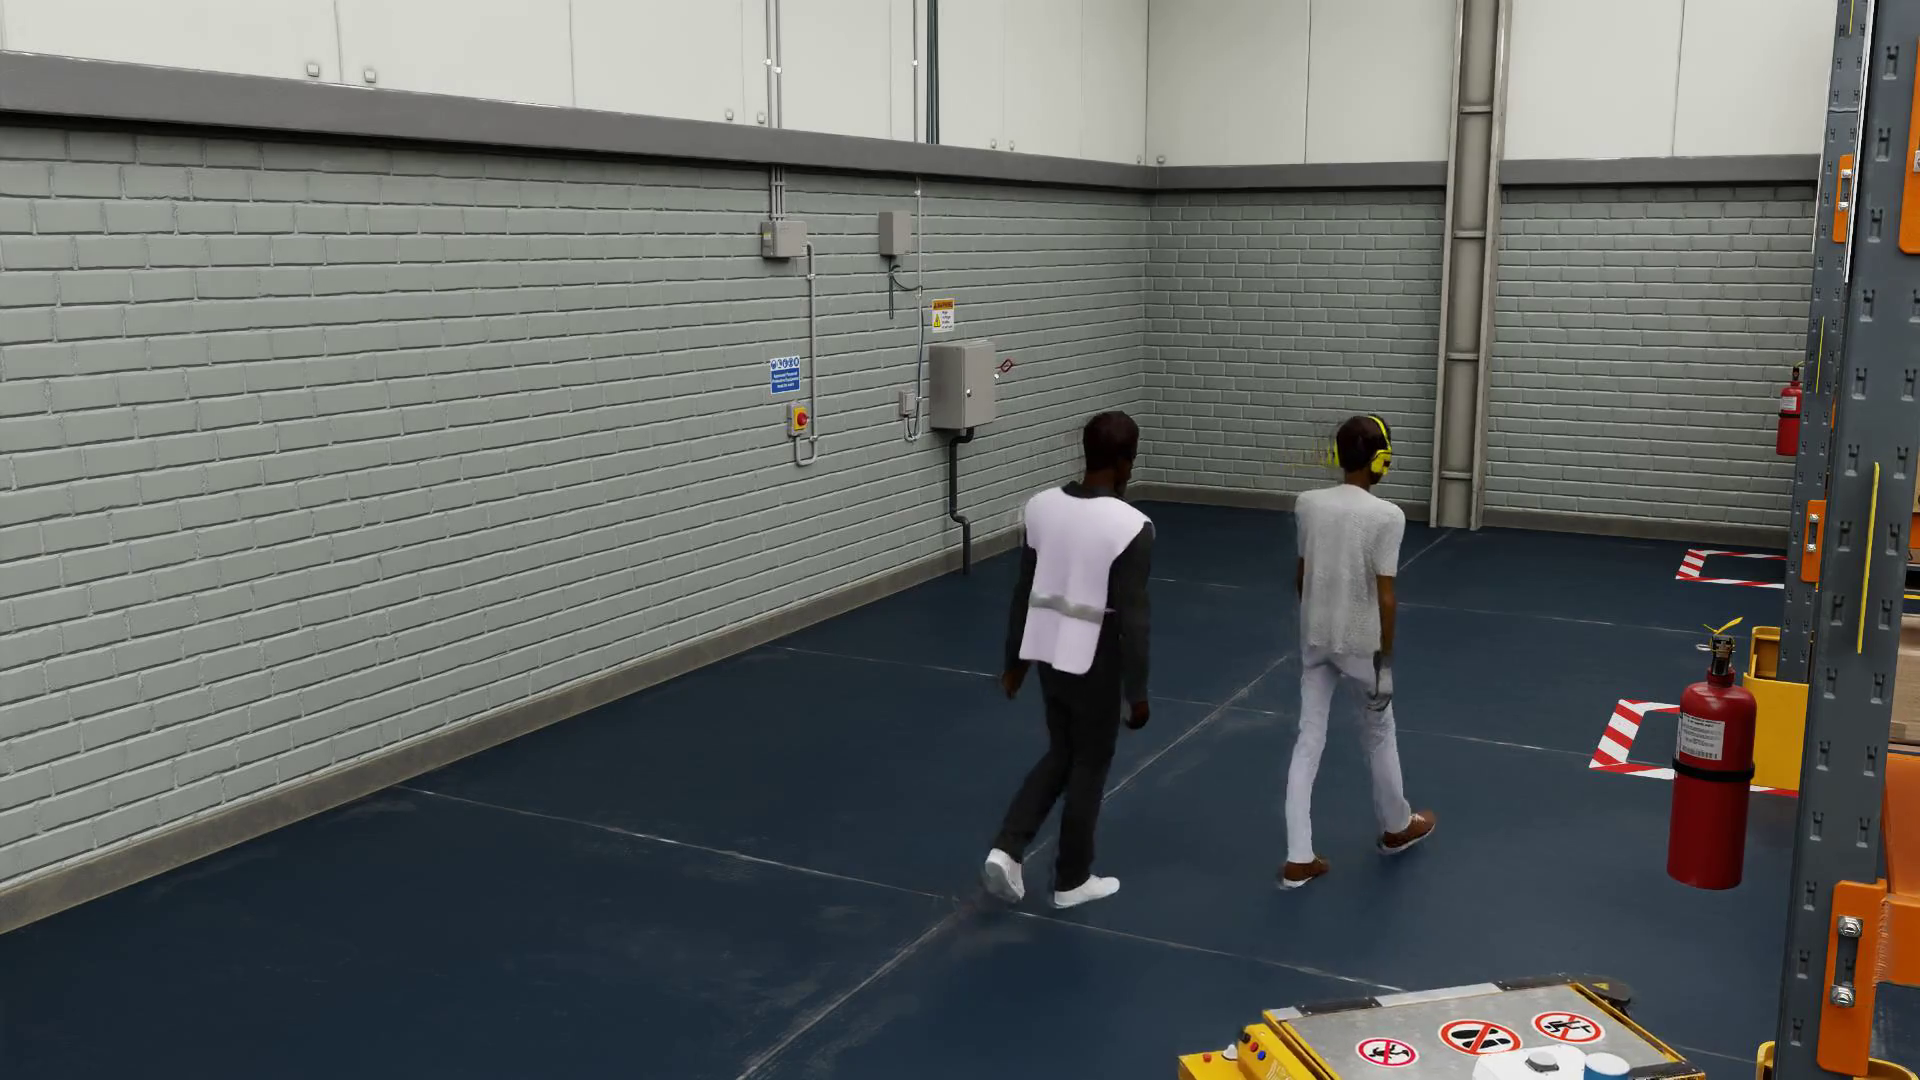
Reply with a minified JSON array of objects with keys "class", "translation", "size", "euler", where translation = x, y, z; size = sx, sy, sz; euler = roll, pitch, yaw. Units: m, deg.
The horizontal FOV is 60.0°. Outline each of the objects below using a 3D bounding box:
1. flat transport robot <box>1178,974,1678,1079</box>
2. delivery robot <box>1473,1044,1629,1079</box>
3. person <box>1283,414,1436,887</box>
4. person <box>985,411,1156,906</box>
[{"class":"flat transport robot","translation":[1.413,1.526,4.754],"size":[1.431,0.197,0.652],"euler":[-3,11,-14]},{"class":"delivery robot","translation":[1.536,1.477,3.989],"size":[0.477,0.478,0.707],"euler":[-2,11,-13]},{"class":"person","translation":[1.579,0.414,6.591],"size":[0.543,1.822,0.947],"euler":[9,14,41]},{"class":"person","translation":[0.412,0.470,6.105],"size":[0.537,1.889,0.616],"euler":[-8,13,-38]}]
